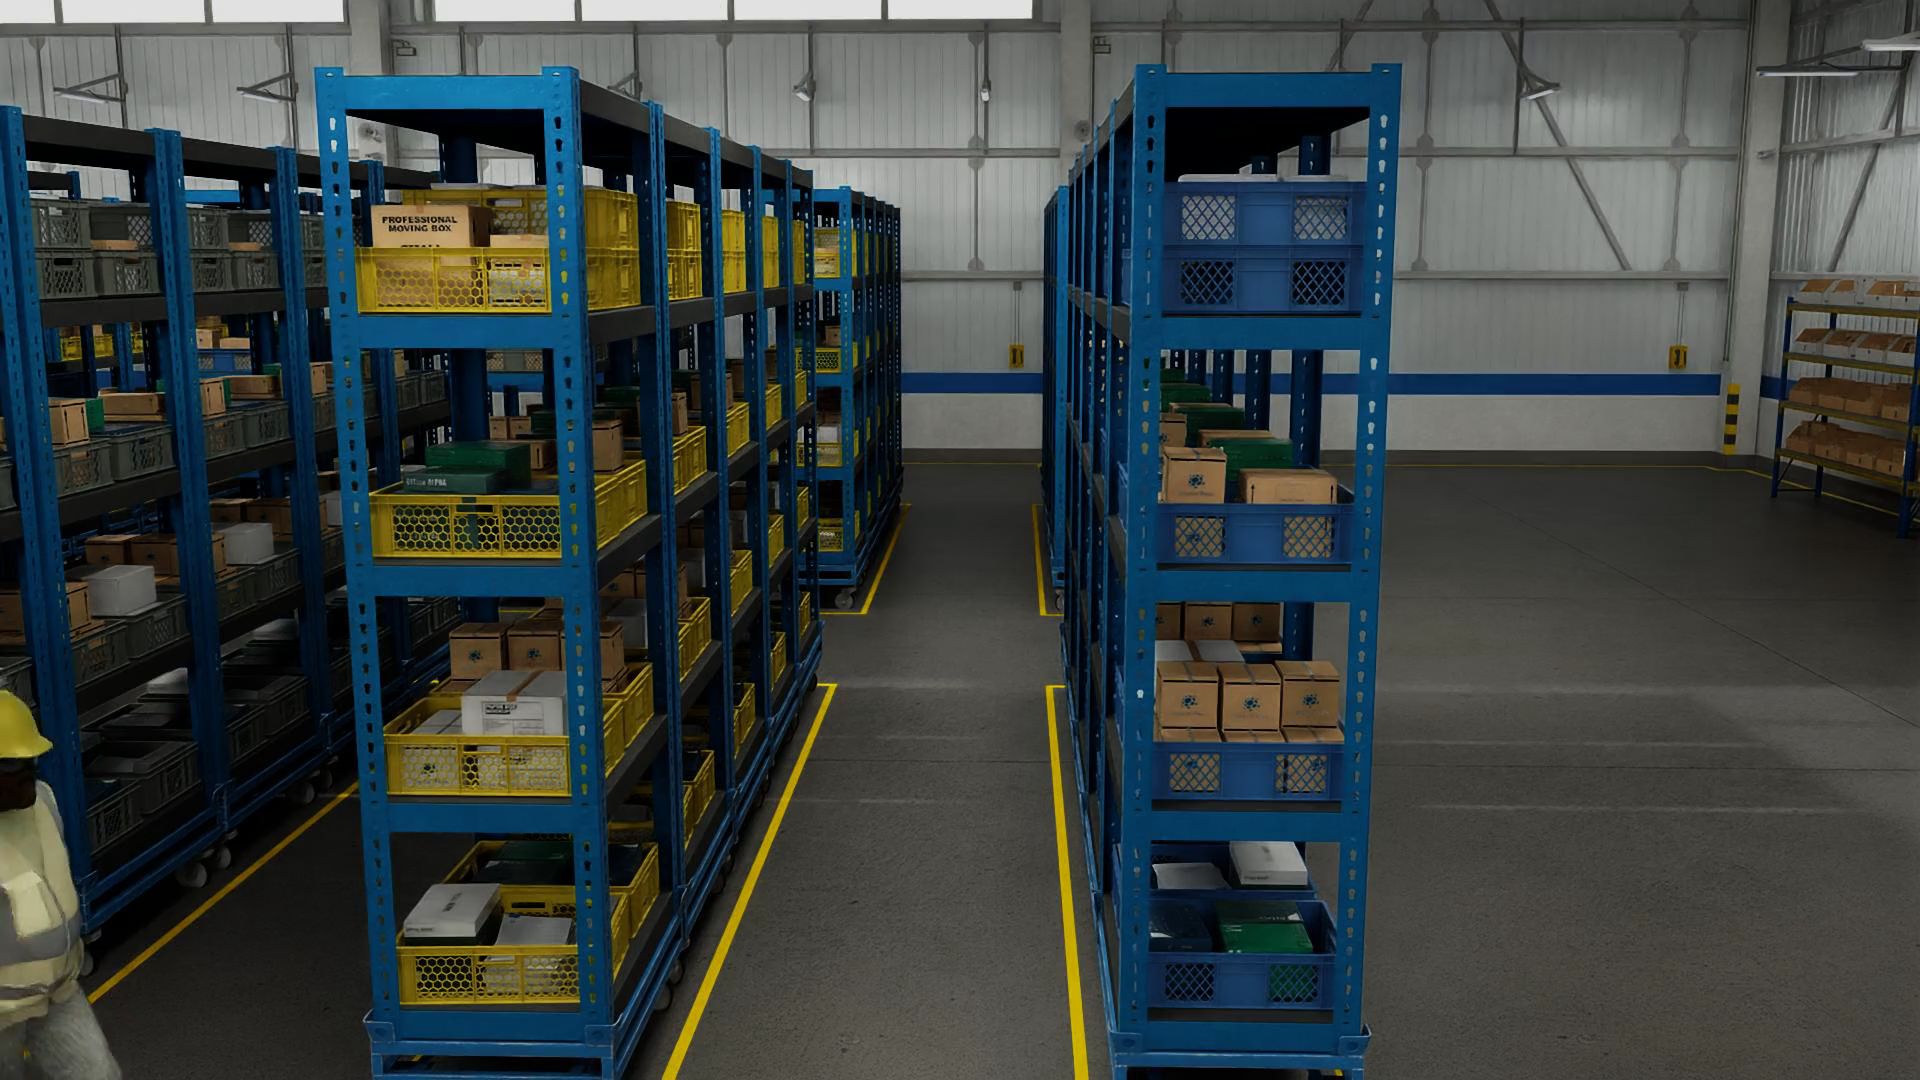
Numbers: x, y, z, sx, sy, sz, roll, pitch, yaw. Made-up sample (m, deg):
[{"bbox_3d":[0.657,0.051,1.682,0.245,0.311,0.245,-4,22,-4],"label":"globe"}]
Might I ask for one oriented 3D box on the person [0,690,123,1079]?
[{"bbox_3d":[-2.736,1.317,4.827,0.463,1.813,0.615,1,10,6],"label":"person"}]
